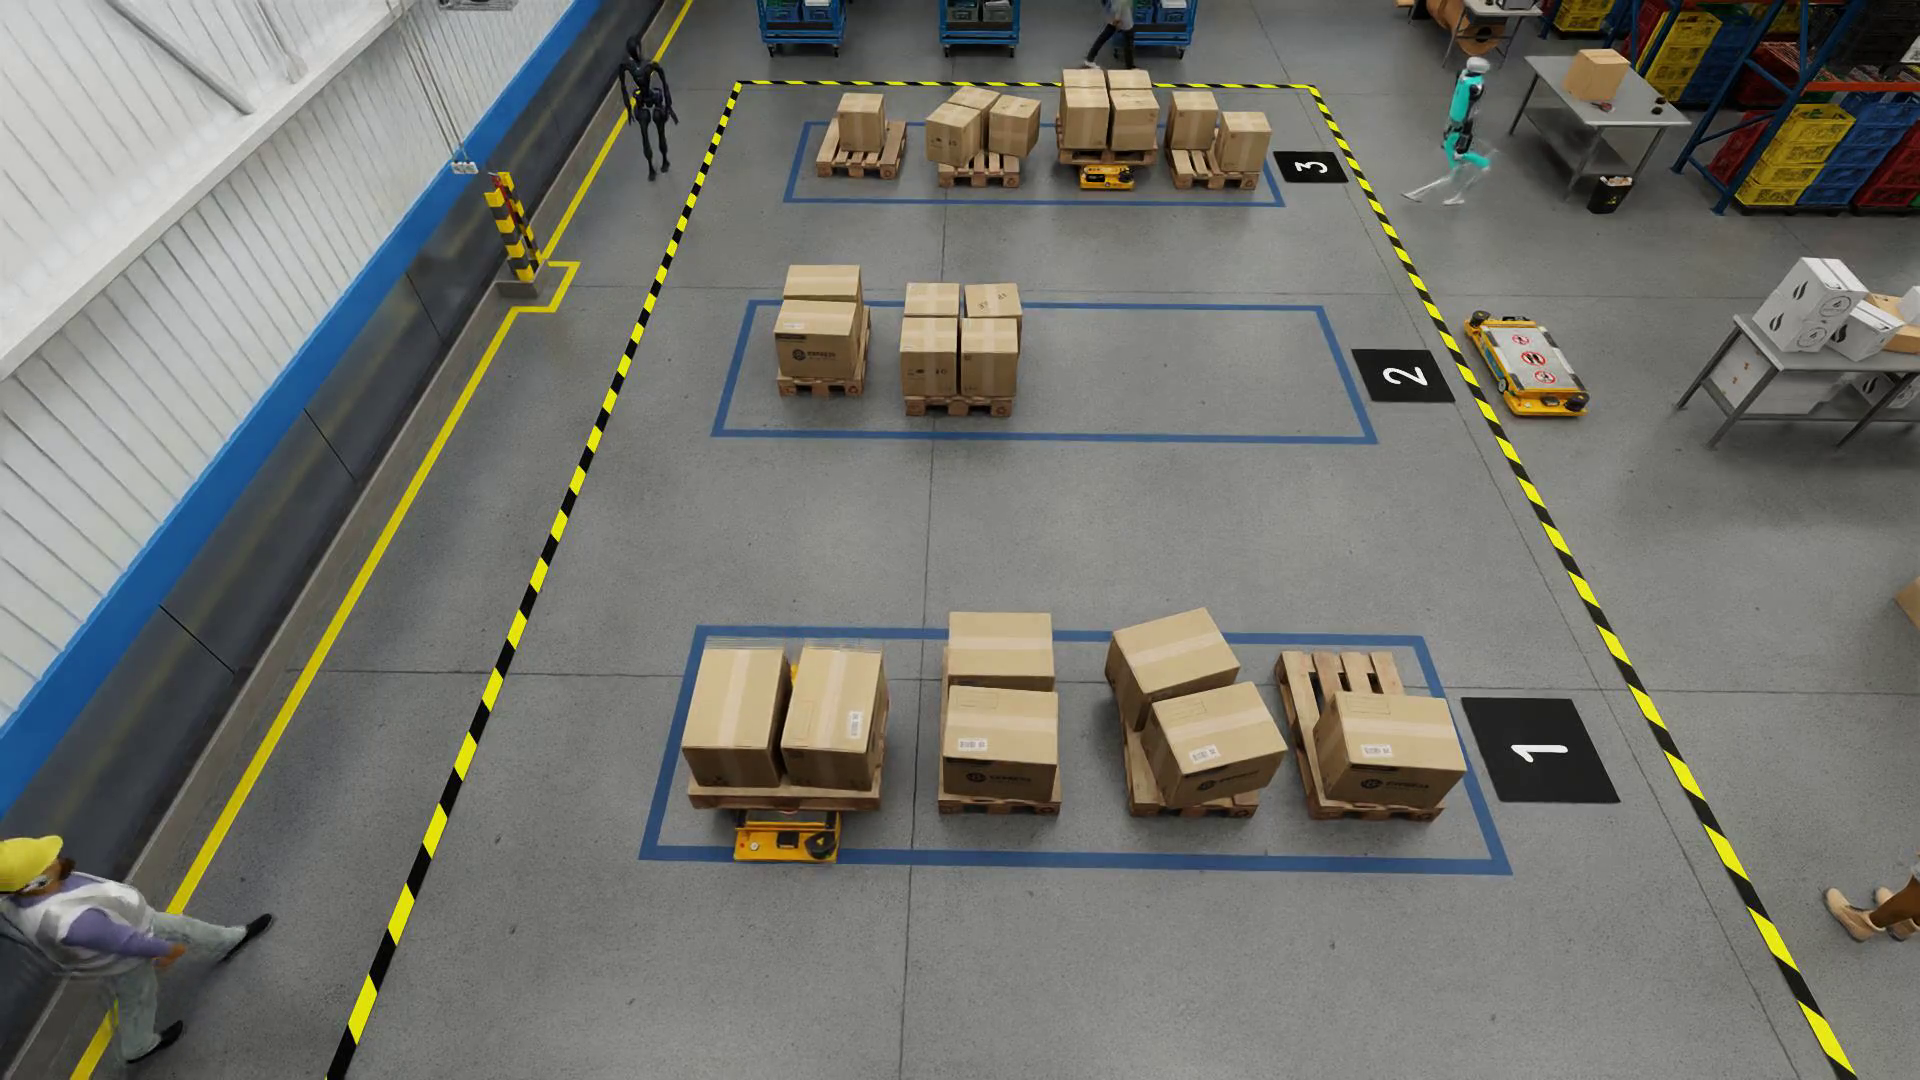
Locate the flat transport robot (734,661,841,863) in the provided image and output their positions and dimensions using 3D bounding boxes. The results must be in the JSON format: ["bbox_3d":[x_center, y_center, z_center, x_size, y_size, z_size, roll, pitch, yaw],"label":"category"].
[{"bbox_3d":[-1.102,1.462,6.249,0.652,0.197,1.431,1,49,1],"label":"flat transport robot"}]

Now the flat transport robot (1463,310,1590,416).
[{"bbox_3d":[5.573,-1.757,9.054,0.659,0.231,1.431,1,49,1],"label":"flat transport robot"}]

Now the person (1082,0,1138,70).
[{"bbox_3d":[2.277,-7.622,13.118,0.933,1.805,0.594,3,49,3],"label":"person"}]

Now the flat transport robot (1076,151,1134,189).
[{"bbox_3d":[1.845,-4.982,11.827,0.652,0.197,1.431,1,49,1],"label":"flat transport robot"}]

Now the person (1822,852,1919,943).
[{"bbox_3d":[5.579,1.660,4.925,0.609,2.040,0.389,2,49,2],"label":"person"}]

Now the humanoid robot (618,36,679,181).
[{"bbox_3d":[-3.765,-5.222,11.131,0.601,1.646,0.591,-5,49,-4],"label":"humanoid robot"}]

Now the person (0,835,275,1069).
[{"bbox_3d":[-4.425,2.098,4.715,0.596,1.790,0.899,26,54,21],"label":"person"}]

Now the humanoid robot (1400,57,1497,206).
[{"bbox_3d":[5.836,-4.616,10.553,1.004,1.729,0.552,1,49,1],"label":"humanoid robot"}]
